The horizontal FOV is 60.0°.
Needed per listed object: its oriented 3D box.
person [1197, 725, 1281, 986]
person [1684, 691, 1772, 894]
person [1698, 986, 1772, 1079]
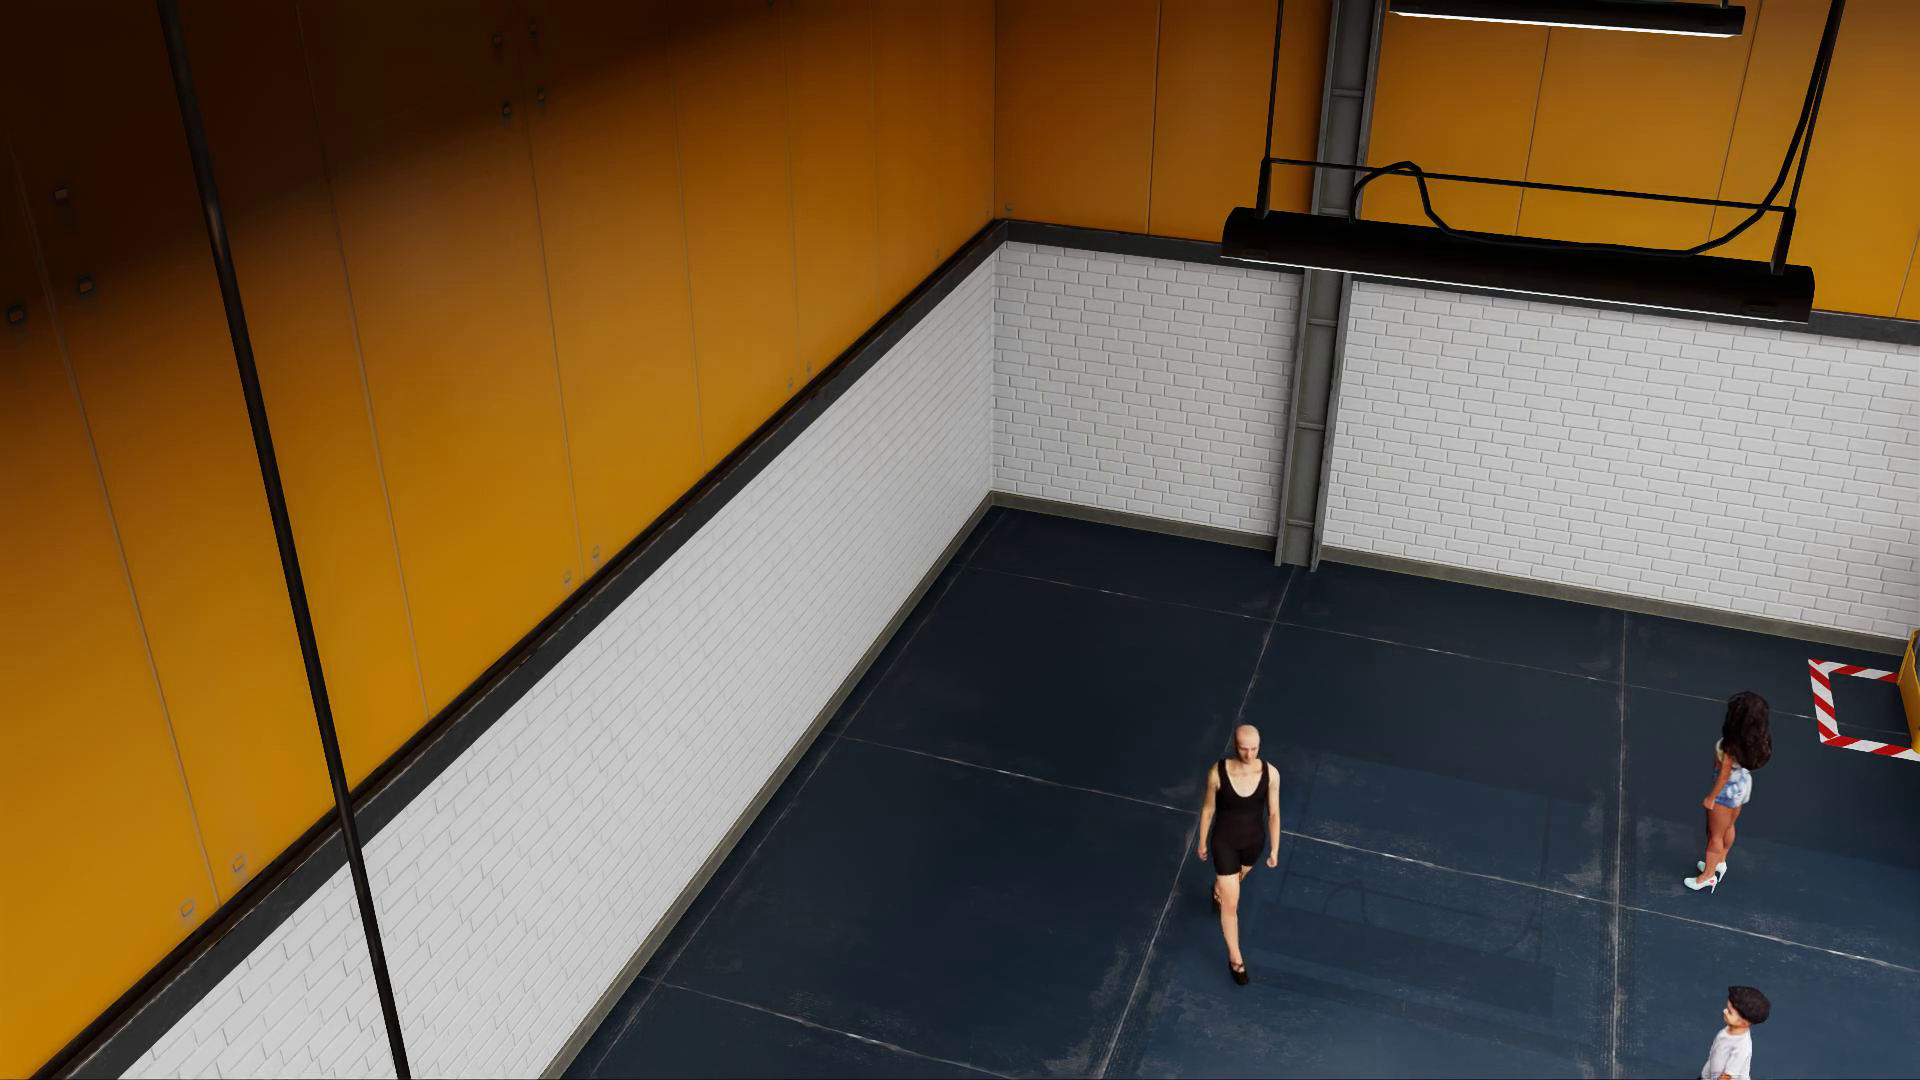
[{"bbox_3d":[1.832,1.956,11.067,1.216,1.773,1.085,-3,29,-6],"label":"person"},{"bbox_3d":[5.348,1.753,11.594,0.679,1.624,0.658,25,37,38],"label":"person"},{"bbox_3d":[4.476,3.092,9.547,0.824,1.234,0.563,5,29,9],"label":"person"}]
